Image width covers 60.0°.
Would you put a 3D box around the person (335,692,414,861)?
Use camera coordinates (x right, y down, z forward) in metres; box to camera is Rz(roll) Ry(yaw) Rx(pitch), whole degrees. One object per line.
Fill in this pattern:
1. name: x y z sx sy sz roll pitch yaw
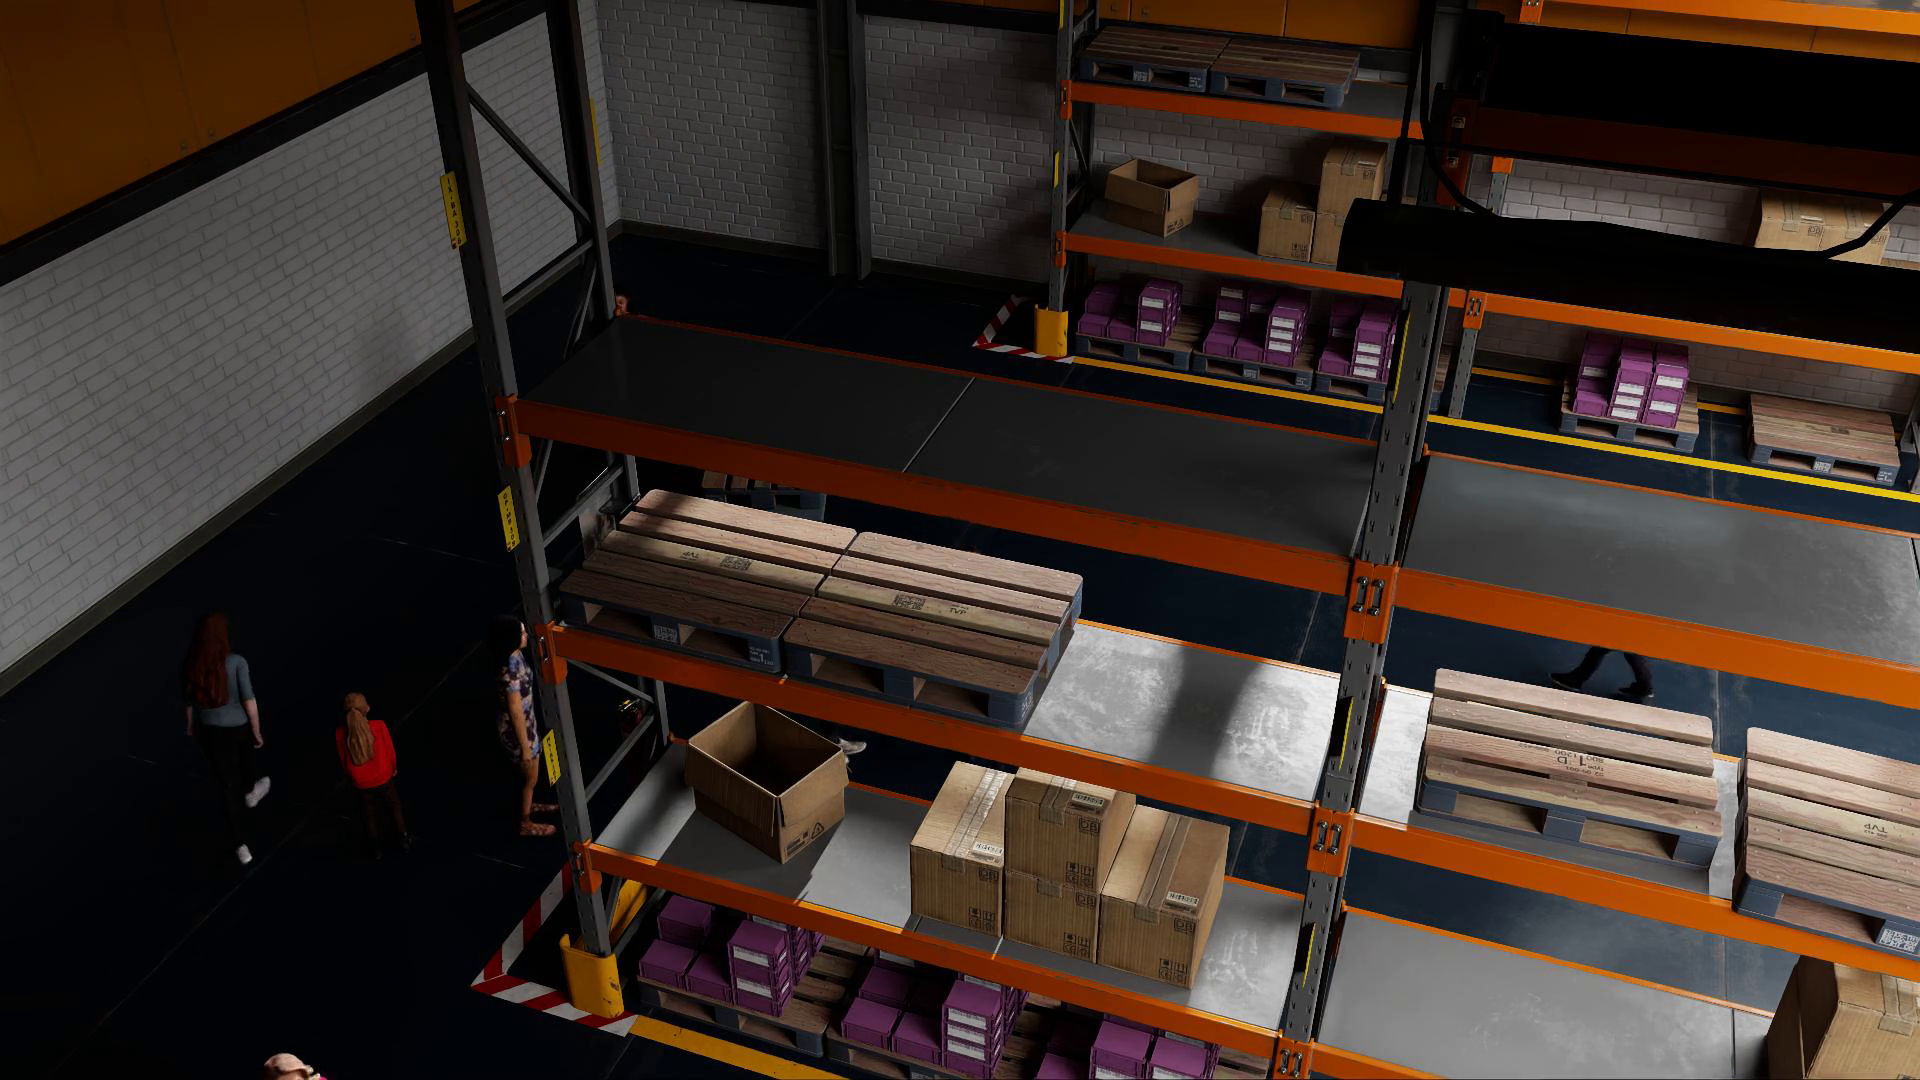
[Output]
1. person: -3.776 1.504 10.657 0.561 1.282 0.627 -13 36 -18

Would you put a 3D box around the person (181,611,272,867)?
1. person: -4.673 1.291 10.607 1.220 1.692 1.087 -6 34 -9

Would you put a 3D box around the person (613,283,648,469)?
1. person: -2.933 -1.457 14.663 0.683 1.779 0.768 -5 34 -7

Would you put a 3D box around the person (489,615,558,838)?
1. person: -2.854 1.202 10.710 0.698 1.726 0.675 -8 34 -12

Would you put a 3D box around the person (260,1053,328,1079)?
1. person: -3.122 3.009 8.017 1.063 1.698 0.788 24 41 32

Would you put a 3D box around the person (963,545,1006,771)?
1. person: 0.061 0.768 11.372 0.721 1.716 0.781 -6 34 -9
